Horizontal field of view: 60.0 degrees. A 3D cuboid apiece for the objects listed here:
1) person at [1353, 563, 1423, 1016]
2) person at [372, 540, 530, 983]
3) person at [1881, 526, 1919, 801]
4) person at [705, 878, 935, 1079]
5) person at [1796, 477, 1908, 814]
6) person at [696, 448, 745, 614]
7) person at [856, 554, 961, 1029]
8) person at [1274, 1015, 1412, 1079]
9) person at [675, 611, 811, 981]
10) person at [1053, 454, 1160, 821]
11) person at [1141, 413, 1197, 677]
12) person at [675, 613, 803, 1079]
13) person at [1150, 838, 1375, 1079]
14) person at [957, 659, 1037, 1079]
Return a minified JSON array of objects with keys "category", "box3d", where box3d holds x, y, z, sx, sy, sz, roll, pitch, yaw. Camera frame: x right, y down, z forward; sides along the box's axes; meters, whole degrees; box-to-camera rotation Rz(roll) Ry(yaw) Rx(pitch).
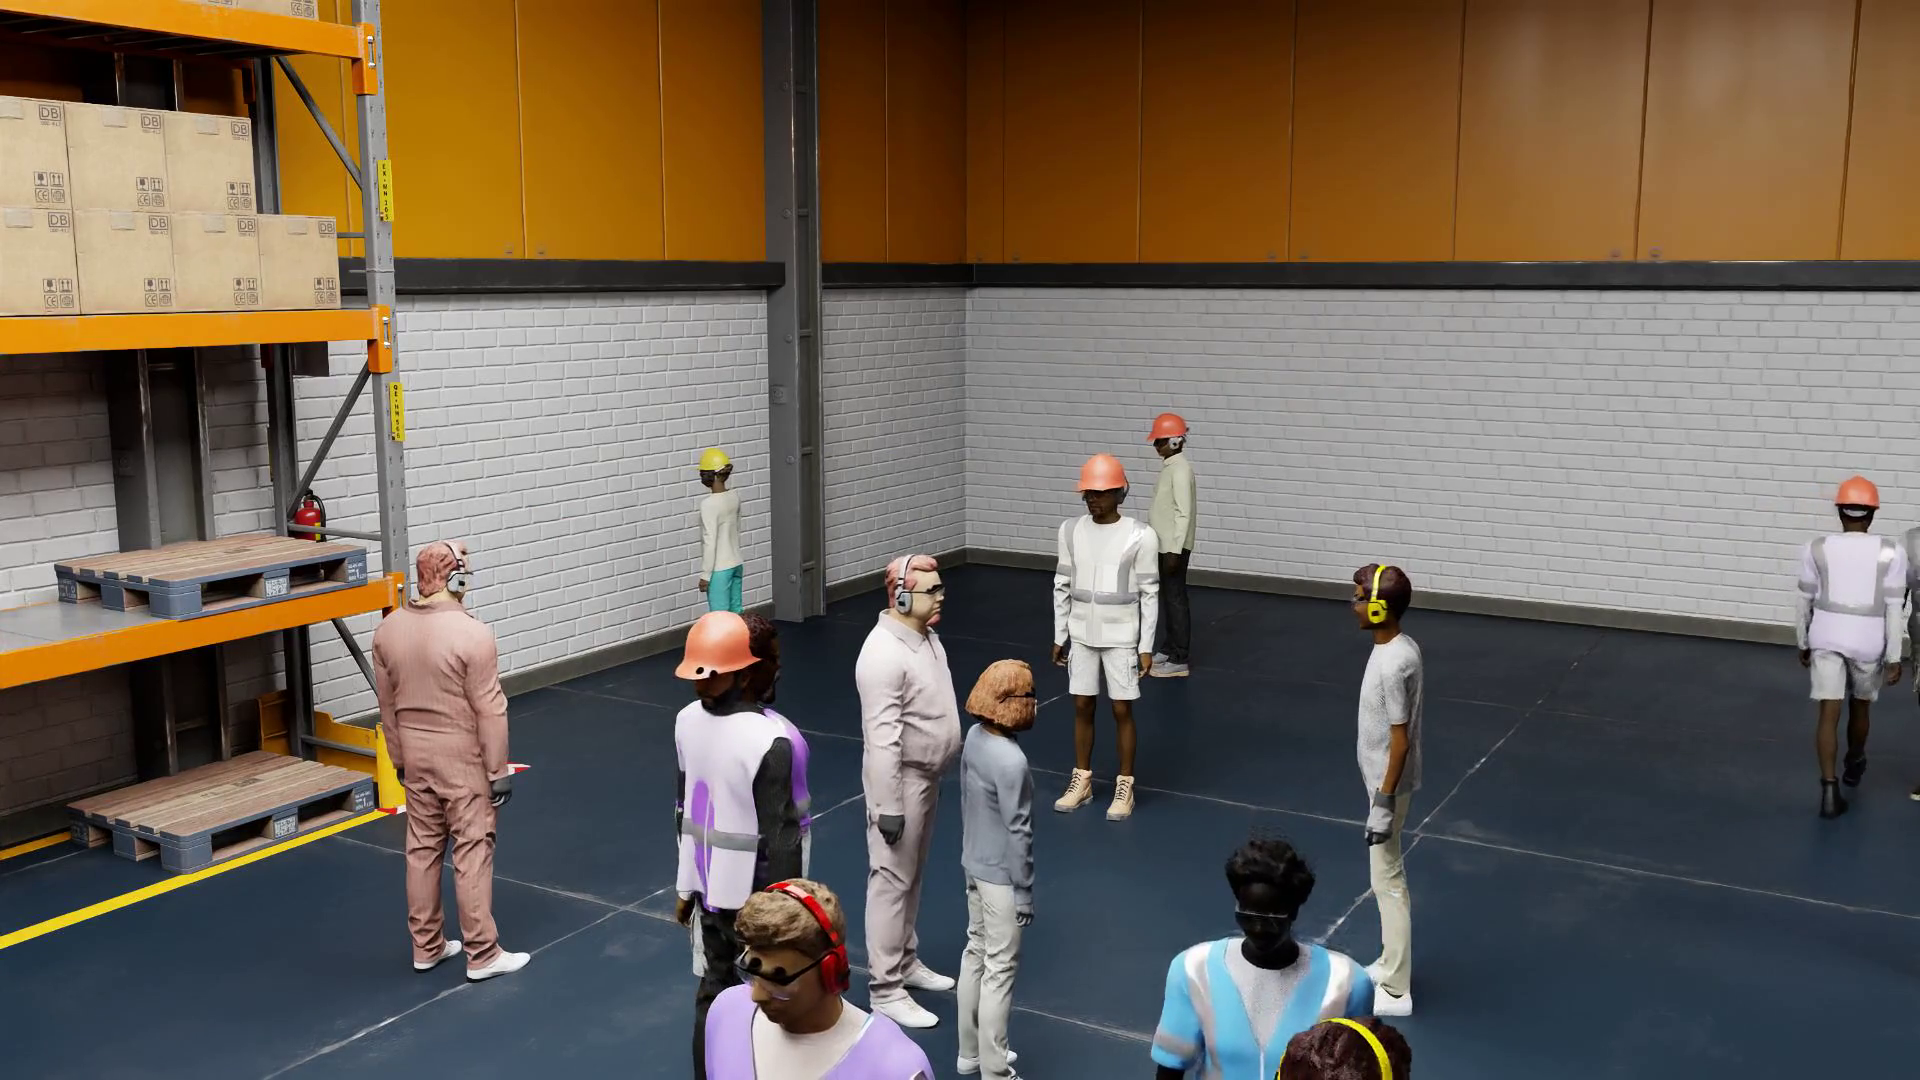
[{"category":"person","box3d":[1.732,1.019,6.809,0.313,1.865,0.528,3,9,16]},{"category":"person","box3d":[-2.178,0.945,7.151,0.638,1.906,0.407,4,10,25]},{"category":"person","box3d":[5.538,0.562,9.393,0.631,1.945,0.606,-5,11,-31]},{"category":"person","box3d":[-0.302,1.570,3.451,0.563,1.838,0.389,6,11,33]},{"category":"person","box3d":[5.090,0.580,9.530,0.558,1.866,1.037,5,11,30]},{"category":"person","box3d":[-1.764,0.211,12.160,0.331,1.768,0.526,3,10,19]},{"category":"person","box3d":[-0.193,0.998,6.806,0.399,1.909,0.642,2,9,13]},{"category":"person","box3d":[0.555,1.685,2.846,0.539,1.810,1.007,5,10,27]},{"category":"person","box3d":[-0.762,1.183,5.570,0.551,1.932,0.378,7,11,36]},{"category":"person","box3d":[0.789,0.539,9.246,0.615,2.042,0.374,5,10,28]},{"category":"person","box3d":[1.587,0.034,12.556,0.382,1.994,0.608,0,9,-1]},{"category":"person","box3d":[-0.729,1.189,5.580,0.384,1.918,0.596,-8,12,-43]},{"category":"person","box3d":[0.737,1.549,4.150,0.551,1.643,0.879,3,10,19]},{"category":"person","box3d":[0.149,1.240,6.148,0.268,1.632,0.507,-3,10,-19]}]
